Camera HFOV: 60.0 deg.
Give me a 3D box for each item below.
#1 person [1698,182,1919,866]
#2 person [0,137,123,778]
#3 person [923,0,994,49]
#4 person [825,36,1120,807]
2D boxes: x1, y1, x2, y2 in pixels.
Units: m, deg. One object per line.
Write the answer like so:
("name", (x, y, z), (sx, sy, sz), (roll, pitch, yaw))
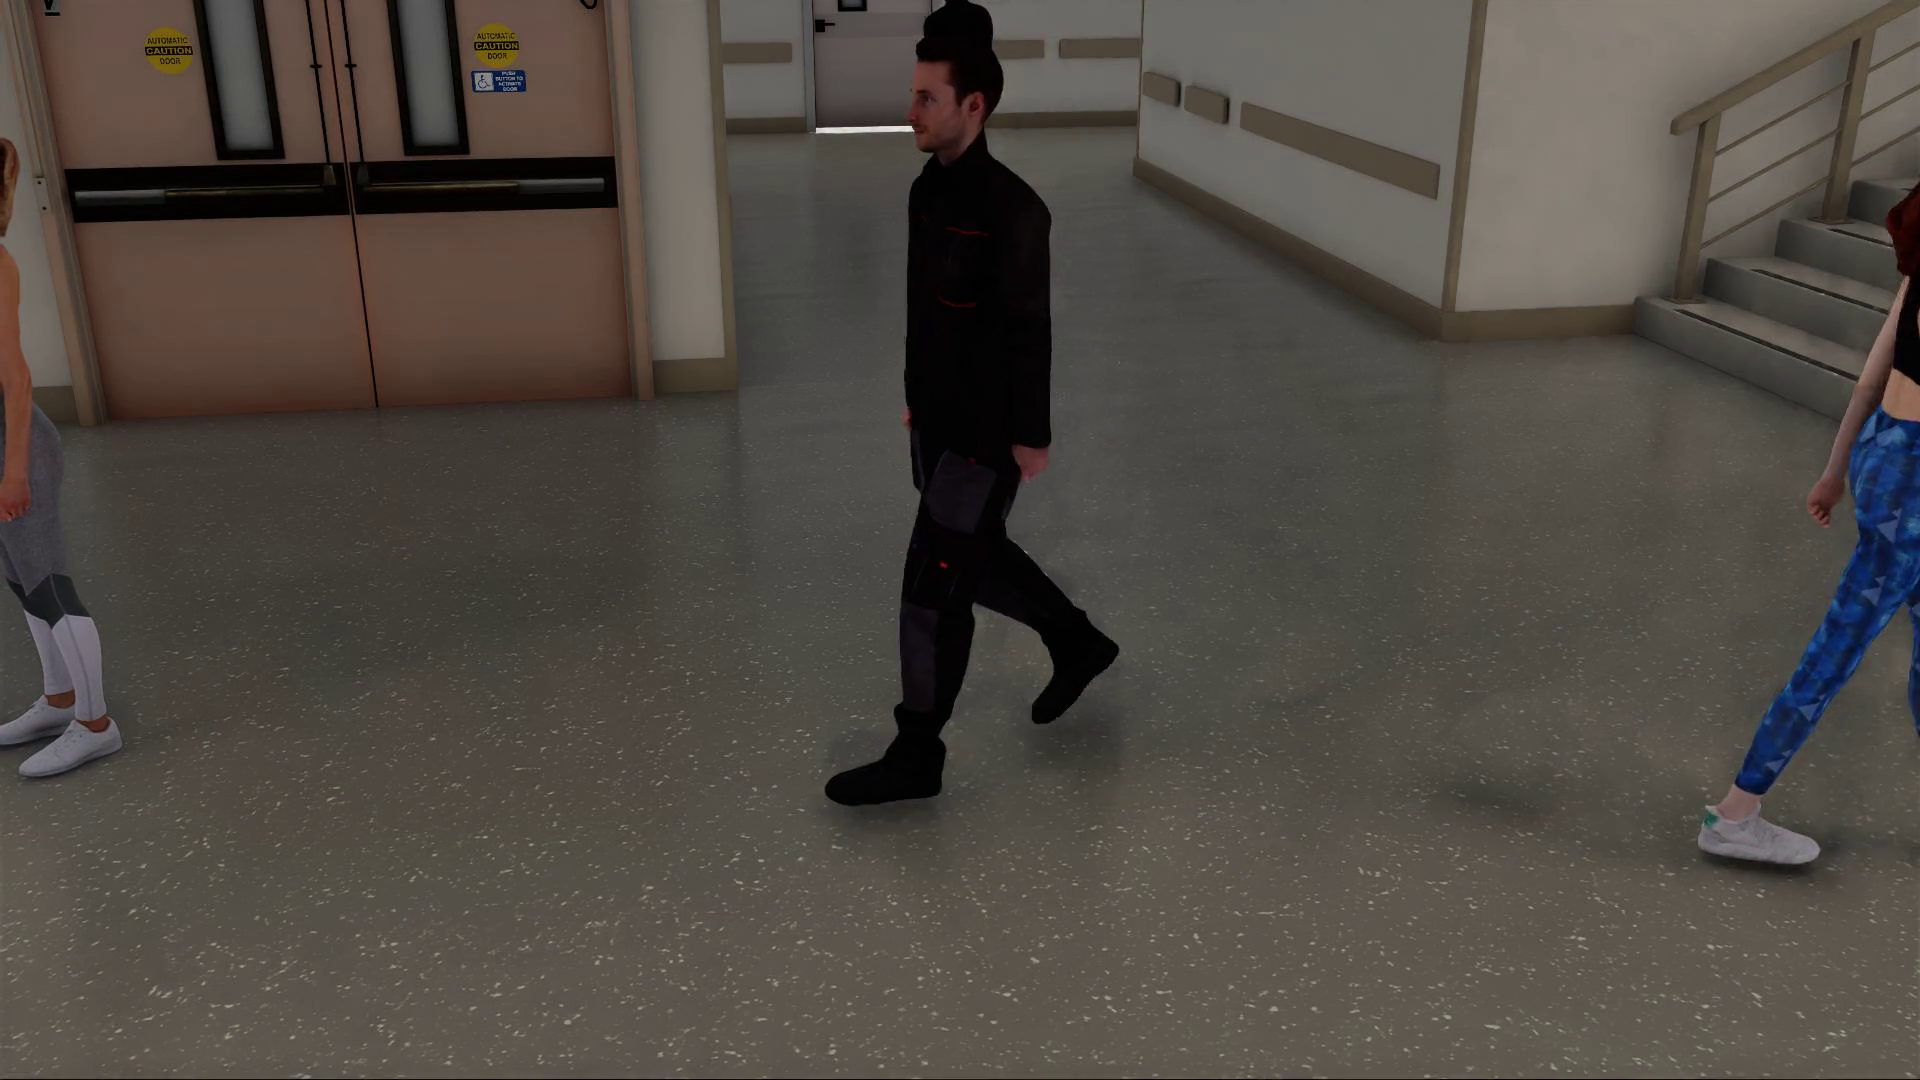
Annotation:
("person", (2.024, -0.038, 3.756), (1.128, 1.752, 0.861), (4, 21, 9))
("person", (-2.465, -0.222, 4.311), (0.665, 1.702, 0.703), (19, 28, 41))
("person", (0.036, -2.984, 11.469), (1.030, 1.799, 0.935), (-10, 23, -25))
("person", (0.086, -0.274, 4.197), (1.277, 1.880, 0.942), (-10, 23, -25))
